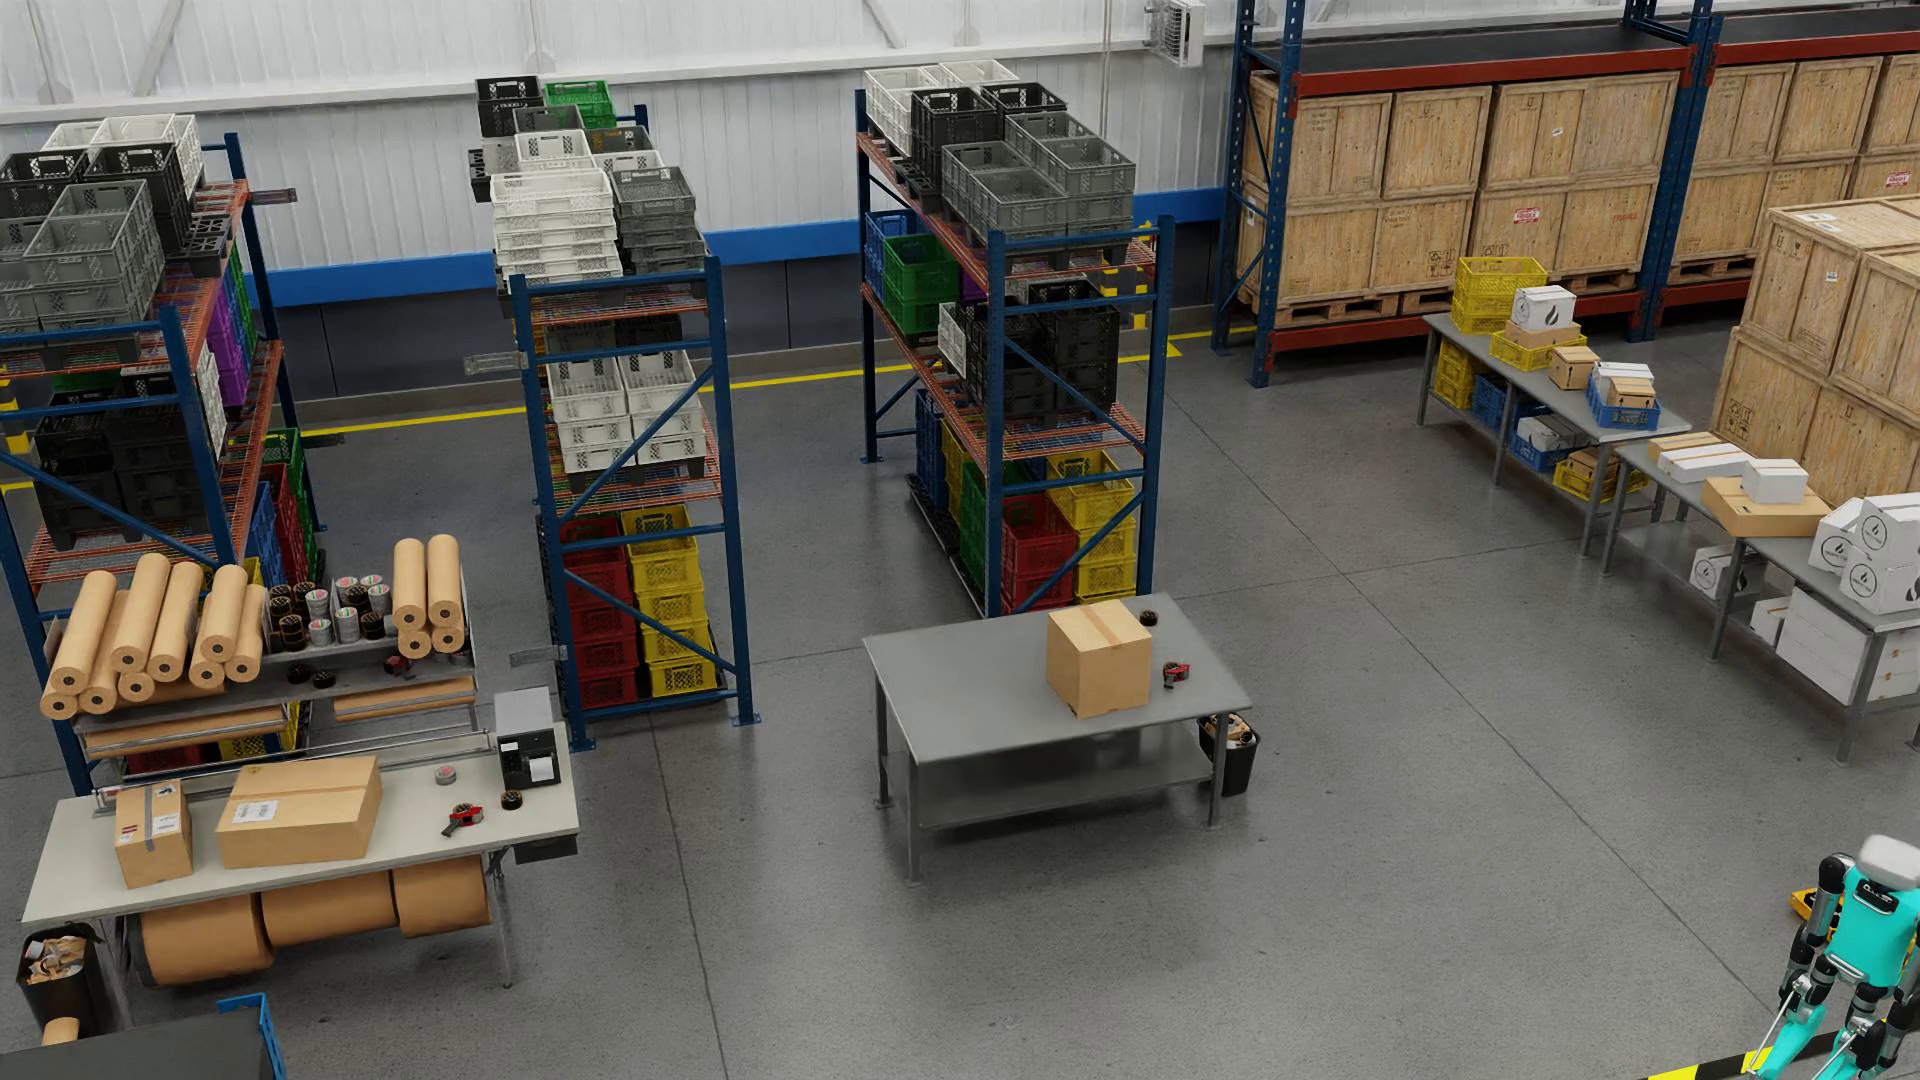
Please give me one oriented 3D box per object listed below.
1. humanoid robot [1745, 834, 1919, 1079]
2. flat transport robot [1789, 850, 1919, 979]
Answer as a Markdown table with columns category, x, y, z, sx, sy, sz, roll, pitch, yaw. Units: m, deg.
| category | x | y | z | sx | sy | sz | roll | pitch | yaw |
| --- | --- | --- | --- | --- | --- | --- | --- | --- | --- |
| humanoid robot | 3.503 | 2.014 | 6.836 | 0.735 | 1.674 | 0.533 | -16 | 33 | -27 |
| flat transport robot | 5.163 | 1.916 | 8.676 | 1.431 | 0.231 | 0.659 | -8 | 30 | -14 |
